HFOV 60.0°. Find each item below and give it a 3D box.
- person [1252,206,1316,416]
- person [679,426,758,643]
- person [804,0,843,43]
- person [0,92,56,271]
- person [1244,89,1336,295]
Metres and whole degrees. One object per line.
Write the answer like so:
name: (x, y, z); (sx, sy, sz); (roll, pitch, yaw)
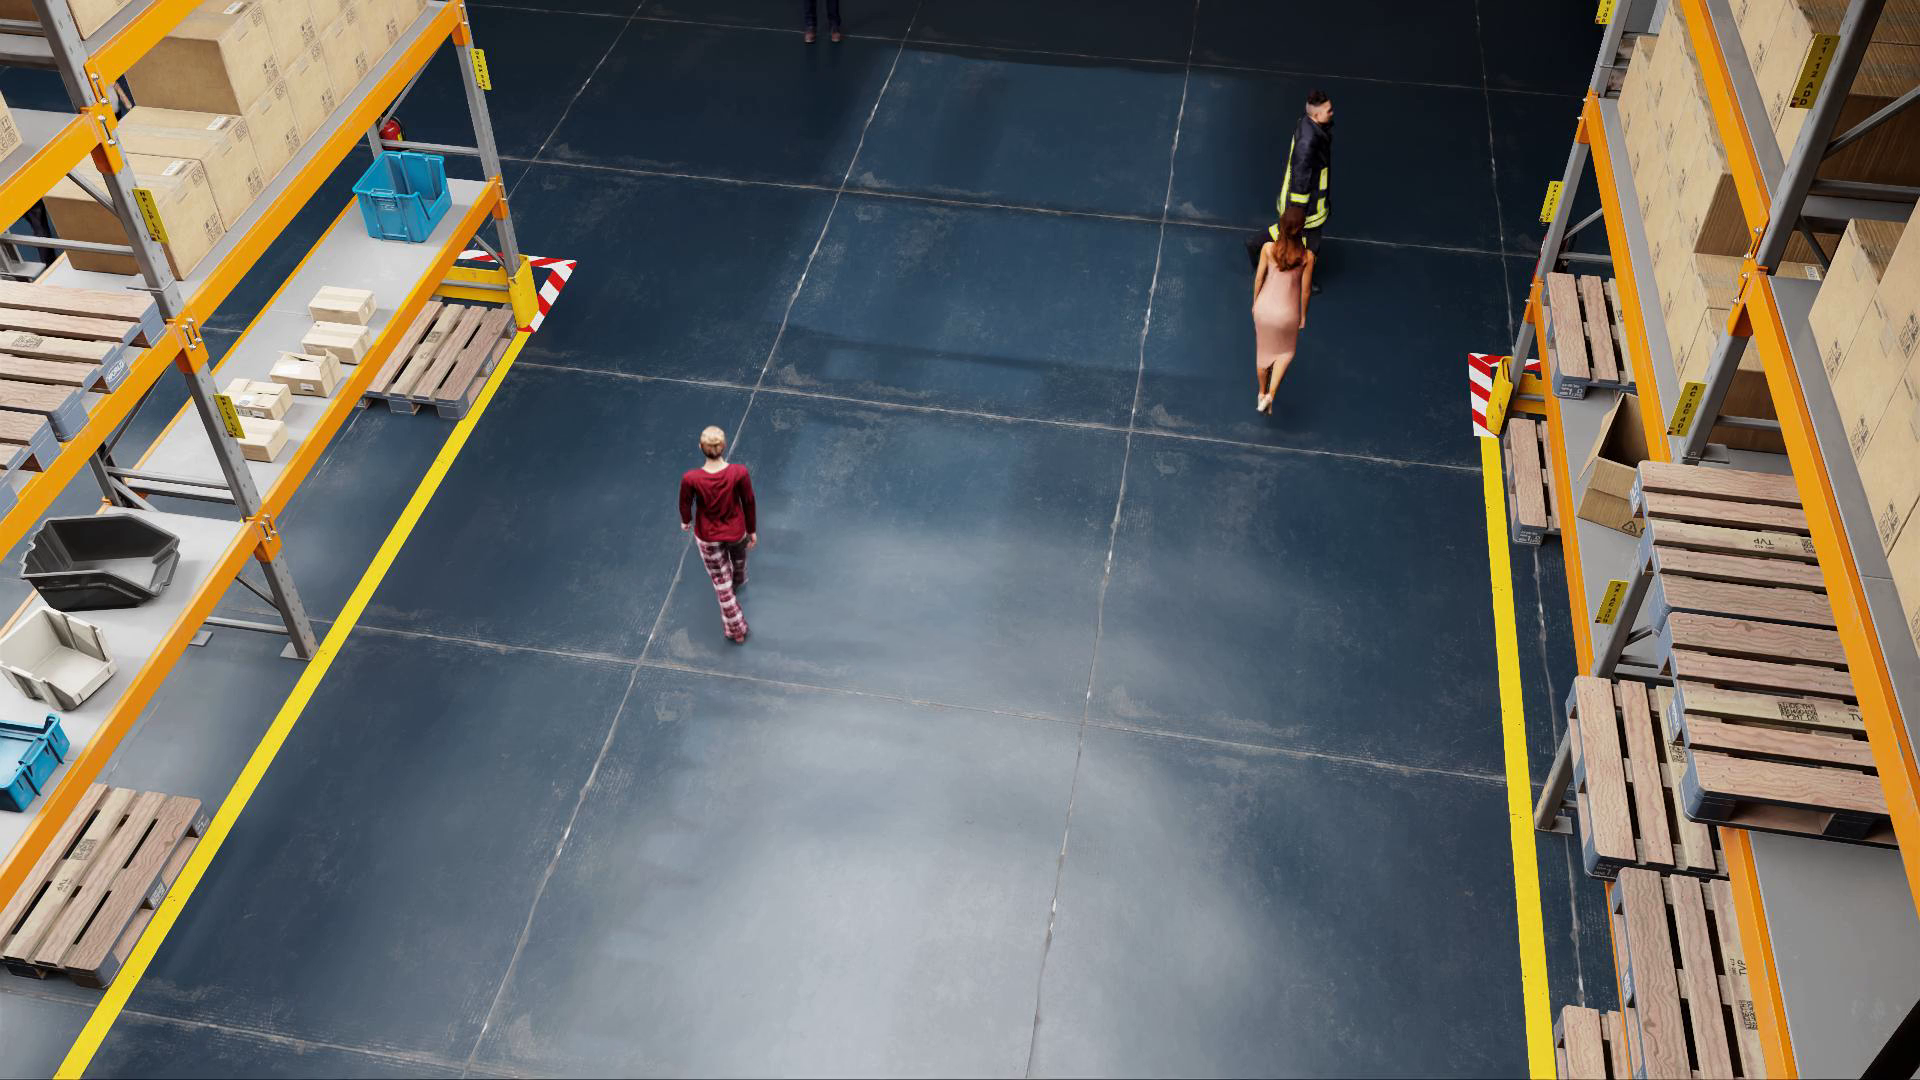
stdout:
person: (2.346, -1.648, 12.436); (0.657, 1.823, 0.787); (15, 46, 15)
person: (-1.541, -0.006, 10.822); (0.910, 1.672, 1.079); (-13, 45, -13)
person: (-1.454, -5.999, 16.990); (0.815, 1.841, 0.754); (-4, 44, -4)
person: (-7.875, -2.992, 13.934); (0.961, 1.703, 1.164); (-17, 46, -17)
person: (2.764, -2.910, 13.742); (0.814, 1.848, 0.872); (9, 44, 9)
